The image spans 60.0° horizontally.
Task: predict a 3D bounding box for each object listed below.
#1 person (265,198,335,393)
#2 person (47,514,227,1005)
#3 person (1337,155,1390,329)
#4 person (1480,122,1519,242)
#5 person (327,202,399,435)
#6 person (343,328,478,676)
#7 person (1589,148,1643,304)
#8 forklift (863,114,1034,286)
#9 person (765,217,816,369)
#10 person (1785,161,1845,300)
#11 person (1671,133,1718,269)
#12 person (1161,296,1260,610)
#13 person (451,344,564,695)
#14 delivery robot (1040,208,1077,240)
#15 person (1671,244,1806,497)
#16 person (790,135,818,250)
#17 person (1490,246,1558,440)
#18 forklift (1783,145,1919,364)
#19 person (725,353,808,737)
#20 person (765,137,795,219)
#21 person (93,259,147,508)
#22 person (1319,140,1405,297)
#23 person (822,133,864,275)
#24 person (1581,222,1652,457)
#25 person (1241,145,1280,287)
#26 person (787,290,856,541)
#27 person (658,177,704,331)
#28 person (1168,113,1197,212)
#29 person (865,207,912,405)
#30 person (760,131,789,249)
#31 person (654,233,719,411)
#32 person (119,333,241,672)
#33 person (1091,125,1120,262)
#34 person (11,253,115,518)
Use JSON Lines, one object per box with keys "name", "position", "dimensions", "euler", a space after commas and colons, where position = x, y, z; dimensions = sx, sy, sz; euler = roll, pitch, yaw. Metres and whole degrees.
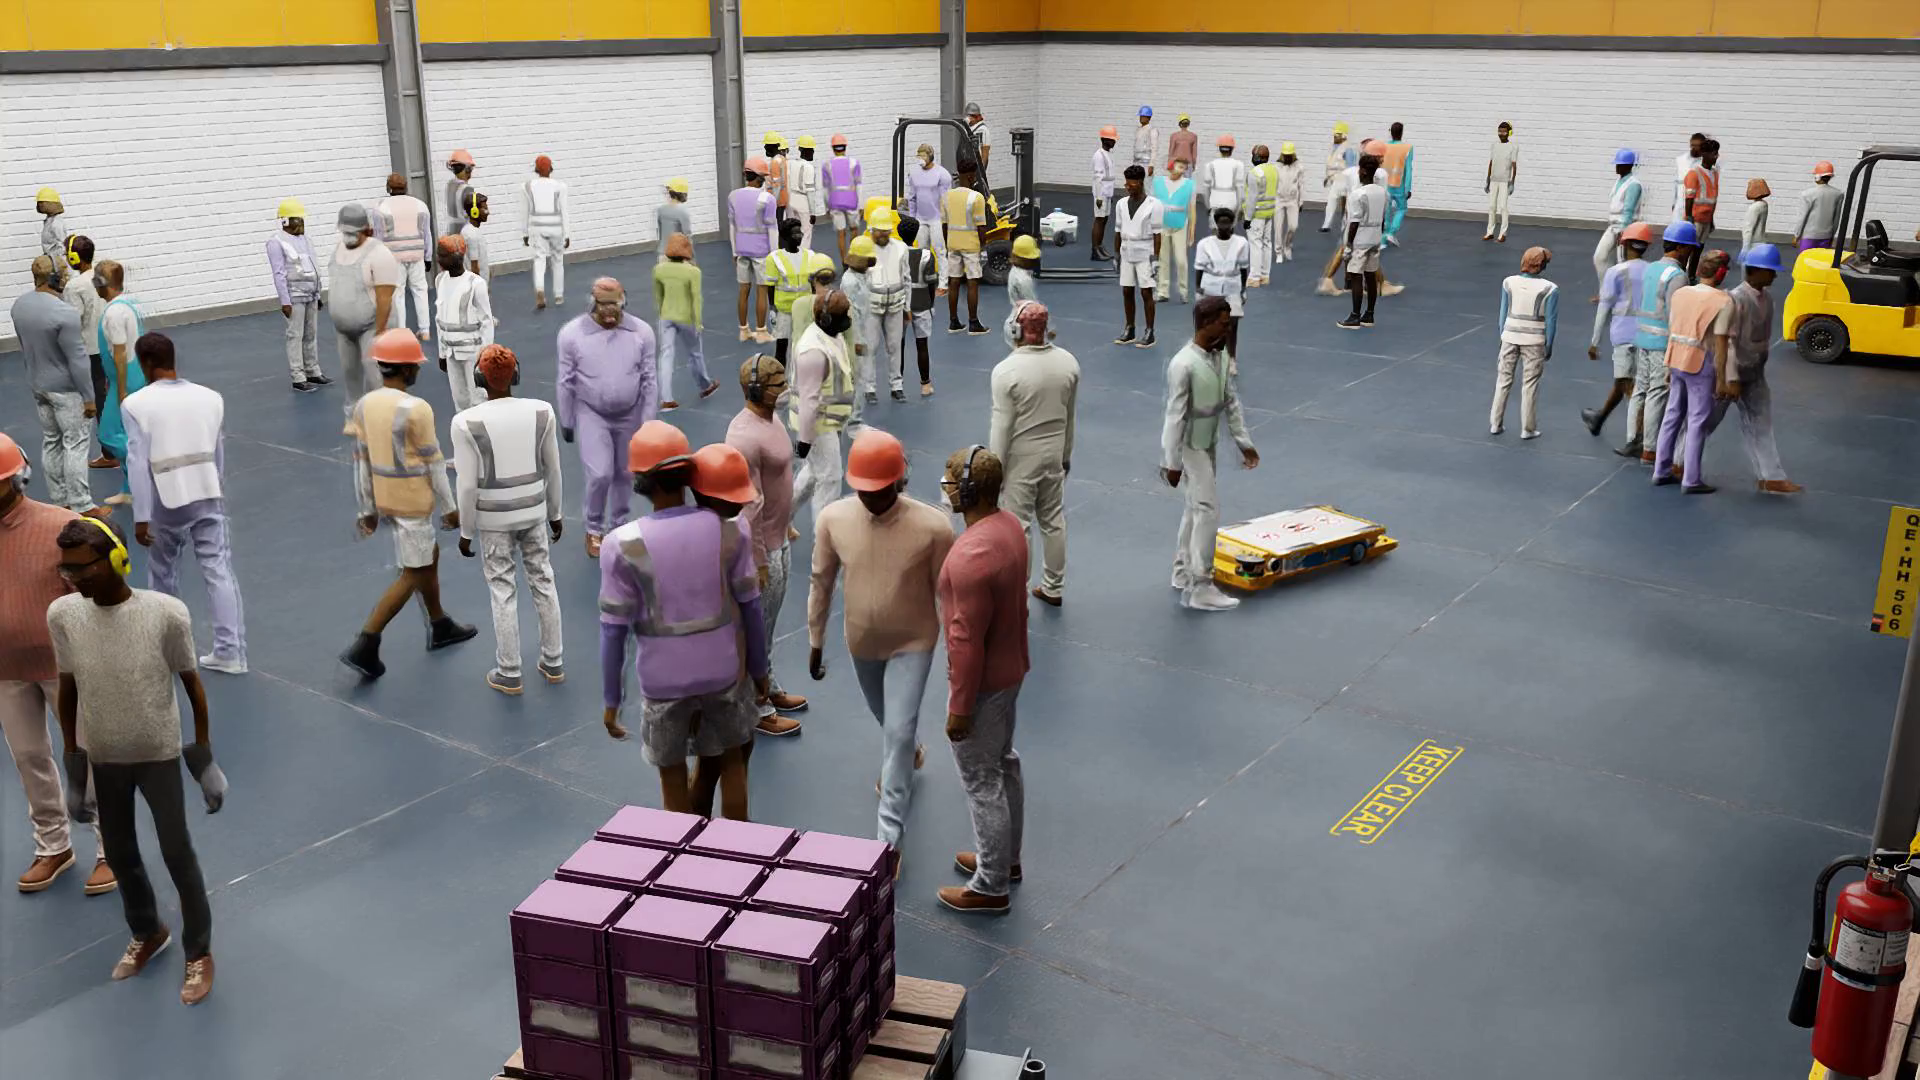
{"name": "person", "position": [-6.310, -2.343, 15.917], "dimensions": [0.404, 1.835, 0.590], "euler": [4, 18, 11]}
{"name": "person", "position": [-3.000, 0.789, 6.085], "dimensions": [0.558, 1.868, 0.364], "euler": [-1, 18, -4]}
{"name": "person", "position": [4.613, -3.401, 19.017], "dimensions": [0.606, 1.966, 0.367], "euler": [-14, 22, -36]}
{"name": "person", "position": [8.487, -5.623, 26.144], "dimensions": [0.334, 1.860, 0.509], "euler": [-14, 23, -37]}
{"name": "person", "position": [-5.086, -1.876, 14.126], "dimensions": [0.712, 2.000, 0.548], "euler": [10, 20, 29]}
{"name": "person", "position": [-3.094, -0.209, 9.136], "dimensions": [0.535, 1.899, 0.895], "euler": [14, 22, 36]}
{"name": "person", "position": [8.026, -3.791, 20.306], "dimensions": [0.612, 1.926, 0.616], "euler": [-2, 18, -5]}
{"name": "forklift", "position": [-0.171, -4.594, 22.377], "dimensions": [2.313, 2.155, 1.214], "euler": [1, 18, 3]}
{"name": "person", "position": [-1.558, -2.161, 15.567], "dimensions": [0.538, 1.700, 0.317], "euler": [-9, 20, -27]}
{"name": "person", "position": [10.598, -3.806, 20.618], "dimensions": [0.563, 1.755, 0.323], "euler": [-2, 18, -7]}
{"name": "person", "position": [10.147, -4.696, 23.181], "dimensions": [0.609, 1.882, 0.891], "euler": [17, 24, 42]}
{"name": "person", "position": [1.512, -0.537, 10.170], "dimensions": [0.573, 1.895, 0.604], "euler": [10, 20, 27]}
{"name": "person", "position": [-2.384, -0.106, 8.843], "dimensions": [0.583, 1.882, 0.337], "euler": [-13, 22, -36]}
{"name": "delivery robot", "position": [1.517, -4.919, 25.892], "dimensions": [0.477, 0.478, 0.707], "euler": [13, 22, 35]}
{"name": "person", "position": [5.887, -1.276, 12.492], "dimensions": [0.629, 1.886, 1.014], "euler": [-11, 21, -32]}
{"name": "person", "position": [-2.102, -4.533, 22.642], "dimensions": [0.396, 1.919, 0.582], "euler": [-11, 21, -30]}
{"name": "person", "position": [4.812, -1.677, 14.175], "dimensions": [0.508, 1.630, 0.317], "euler": [15, 23, 40]}
{"name": "forklift", "position": [9.803, -2.879, 17.013], "dimensions": [2.313, 2.155, 1.214], "euler": [12, 21, 33]}
{"name": "person", "position": [-0.979, 0.018, 8.366], "dimensions": [0.372, 1.940, 0.627], "euler": [1, 18, 4]}
{"name": "person", "position": [-2.574, -4.963, 24.223], "dimensions": [0.523, 1.769, 0.323], "euler": [-2, 18, -5]}
{"name": "person", "position": [-6.128, -1.120, 12.111], "dimensions": [0.410, 1.821, 0.548], "euler": [-8, 19, -22]}
{"name": "person", "position": [5.111, -4.049, 21.025], "dimensions": [1.096, 1.981, 0.630], "euler": [1, 18, 2]}
{"name": "person", "position": [-1.609, -4.626, 22.932], "dimensions": [0.565, 1.906, 0.635], "euler": [0, 18, -1]}
{"name": "person", "position": [5.539, -1.680, 13.815], "dimensions": [0.578, 1.855, 1.084], "euler": [-6, 19, -18]}
{"name": "person", "position": [3.934, -4.278, 21.961], "dimensions": [0.429, 1.843, 0.627], "euler": [15, 23, 39]}
{"name": "person", "position": [-1.020, -0.776, 11.071], "dimensions": [0.655, 1.812, 0.644], "euler": [1, 18, 3]}
{"name": "person", "position": [-3.193, -3.186, 18.711], "dimensions": [0.523, 1.744, 0.461], "euler": [13, 22, 35]}
{"name": "person", "position": [3.975, -6.738, 29.796], "dimensions": [0.532, 1.758, 0.344], "euler": [-3, 18, -10]}
{"name": "person", "position": [-0.726, -2.163, 15.383], "dimensions": [0.600, 1.821, 0.403], "euler": [-7, 19, -20]}
{"name": "person", "position": [-2.573, -4.713, 23.184], "dimensions": [0.369, 1.927, 0.587], "euler": [0, 18, -1]}
{"name": "person", "position": [-2.549, -2.023, 15.302], "dimensions": [0.511, 1.586, 0.849], "euler": [6, 19, 17]}
{"name": "person", "position": [-4.366, -0.208, 9.213], "dimensions": [0.950, 1.847, 0.663], "euler": [12, 21, 34]}
{"name": "person", "position": [2.120, -5.033, 24.170], "dimensions": [0.377, 1.932, 0.552], "euler": [7, 19, 21]}
{"name": "person", "position": [-6.345, -1.057, 11.754], "dimensions": [0.641, 1.927, 0.386], "euler": [9, 20, 26]}
